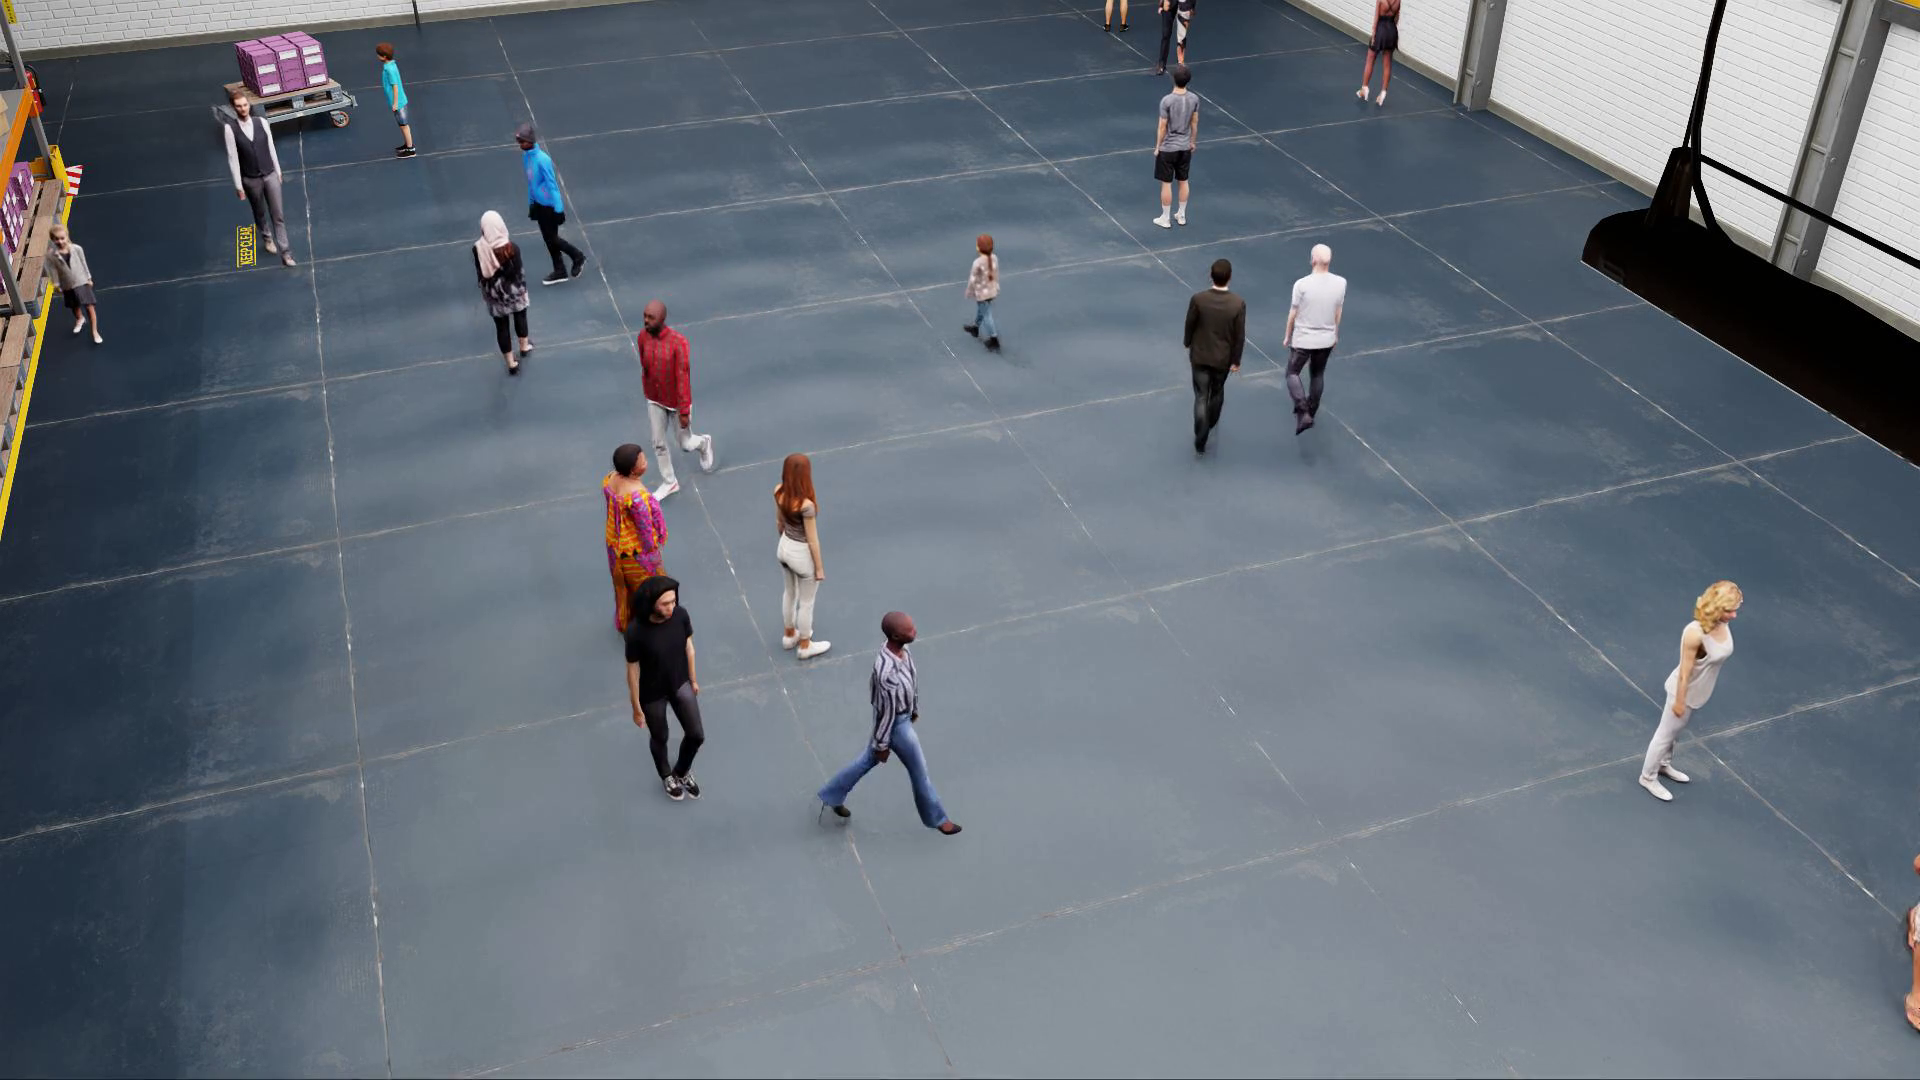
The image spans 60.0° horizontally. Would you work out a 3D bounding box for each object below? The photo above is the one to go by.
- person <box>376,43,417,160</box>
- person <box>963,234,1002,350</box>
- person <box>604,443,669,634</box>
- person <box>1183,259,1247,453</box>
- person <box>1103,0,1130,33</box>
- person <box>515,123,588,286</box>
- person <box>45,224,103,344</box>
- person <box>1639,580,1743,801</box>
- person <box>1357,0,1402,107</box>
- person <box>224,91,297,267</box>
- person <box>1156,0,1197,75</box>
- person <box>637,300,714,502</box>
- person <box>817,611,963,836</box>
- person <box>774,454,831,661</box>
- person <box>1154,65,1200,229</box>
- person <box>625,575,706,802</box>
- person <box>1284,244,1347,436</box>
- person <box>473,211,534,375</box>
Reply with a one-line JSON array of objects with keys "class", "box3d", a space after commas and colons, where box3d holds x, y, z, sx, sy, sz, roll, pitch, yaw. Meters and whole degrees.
[{"class": "person", "box3d": [-7.125, -5.586, 21.061, 0.587, 1.448, 0.432, -9, 35, -13]}, {"class": "person", "box3d": [0.277, -2.455, 16.602, 0.678, 1.171, 0.874, -26, 41, -33]}, {"class": "person", "box3d": [-2.432, -0.003, 12.467, 0.810, 1.664, 0.694, -28, 43, -35]}, {"class": "person", "box3d": [2.225, -1.619, 14.799, 0.974, 1.773, 1.146, 4, 34, 6]}, {"class": "person", "box3d": [2.425, -8.671, 25.466, 0.698, 1.709, 0.695, 5, 34, 7]}, {"class": "person", "box3d": [-4.337, -3.604, 17.781, 0.839, 1.778, 0.881, 27, 42, 35]}, {"class": "person", "box3d": [-8.935, -2.614, 16.769, 0.569, 1.250, 0.795, -14, 36, -20]}, {"class": "person", "box3d": [4.829, 0.958, 11.014, 0.678, 1.671, 0.676, -29, 43, -36]}, {"class": "person", "box3d": [5.784, -6.787, 22.568, 0.616, 1.781, 0.733, -7, 34, -10]}, {"class": "person", "box3d": [-7.718, -3.982, 18.248, 0.861, 1.891, 1.289, -19, 38, -26]}, {"class": "person", "box3d": [3.093, -7.606, 23.701, 0.770, 1.890, 0.752, 3, 34, 5]}, {"class": "person", "box3d": [-2.437, -1.237, 14.196, 1.032, 1.805, 1.100, 14, 36, 20]}, {"class": "person", "box3d": [-0.529, 1.193, 10.592, 1.028, 1.748, 1.219, 1, 34, 1]}, {"class": "person", "box3d": [-1.198, 0.122, 12.230, 0.723, 1.718, 0.595, -29, 43, -36]}, {"class": "person", "box3d": [2.477, -4.505, 19.047, 0.651, 1.878, 0.541, -11, 35, -16]}, {"class": "person", "box3d": [-1.982, 0.920, 10.941, 0.742, 1.817, 0.726, -21, 39, -28]}, {"class": "person", "box3d": [3.194, -1.758, 14.969, 0.787, 1.817, 0.960, -4, 34, -6]}, {"class": "person", "box3d": [-4.418, -2.351, 16.041, 0.783, 1.618, 0.911, -2, 34, -3]}]
